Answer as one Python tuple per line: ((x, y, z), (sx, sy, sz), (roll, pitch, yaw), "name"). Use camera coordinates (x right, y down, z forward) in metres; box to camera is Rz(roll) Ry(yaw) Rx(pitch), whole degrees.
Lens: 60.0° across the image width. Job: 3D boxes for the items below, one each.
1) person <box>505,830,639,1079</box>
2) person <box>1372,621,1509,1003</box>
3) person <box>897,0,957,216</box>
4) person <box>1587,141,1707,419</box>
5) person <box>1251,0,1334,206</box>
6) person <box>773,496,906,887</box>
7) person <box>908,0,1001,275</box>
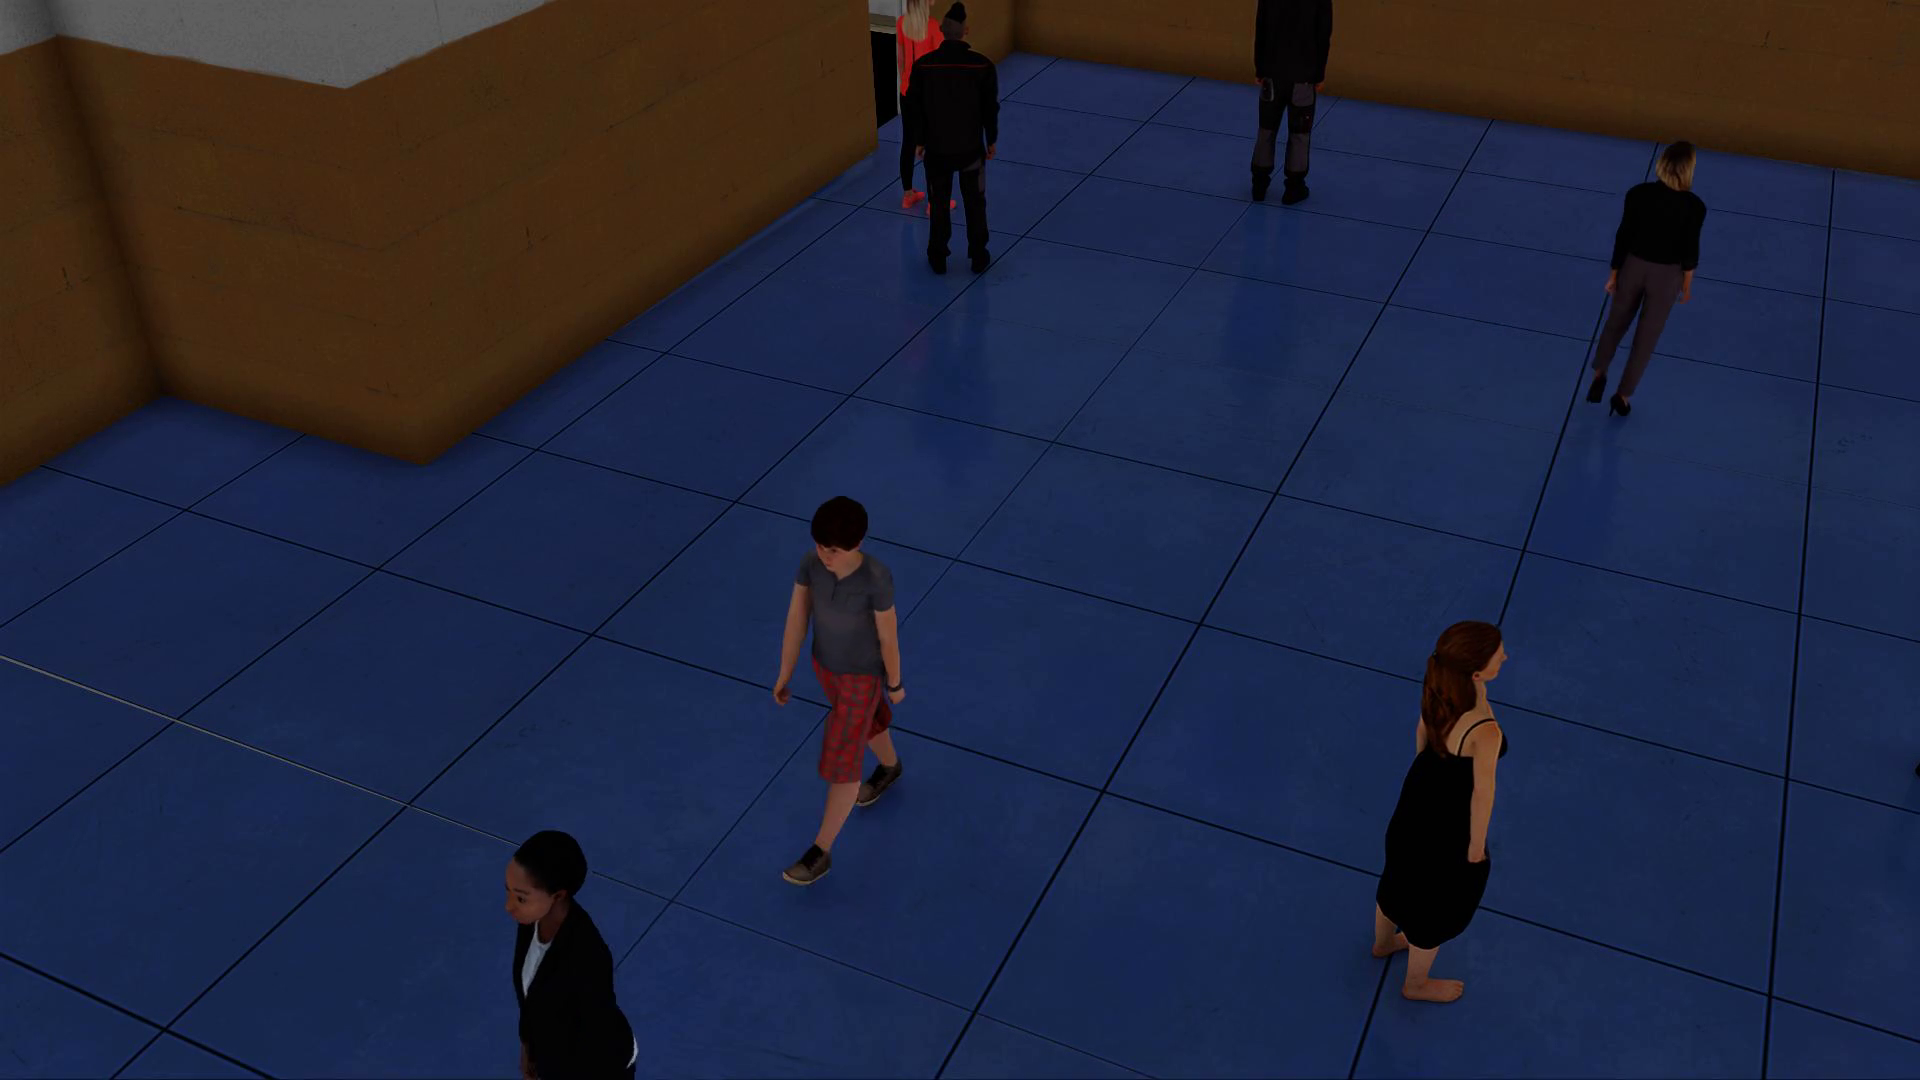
((-1.012, 1.525, 4.852), (0.788, 1.827, 0.689), (-24, 41, -32), "person")
((1.704, 0.953, 5.896), (0.725, 1.624, 0.673), (-9, 35, -13), "person")
((-0.274, -3.230, 12.120), (0.542, 1.693, 0.702), (24, 40, 31), "person")
((3.863, -1.416, 9.421), (0.662, 1.664, 0.747), (26, 41, 33), "person")
((2.416, -3.435, 12.200), (0.530, 1.946, 0.762), (13, 36, 18), "person")
((-0.381, 0.486, 6.601), (1.100, 1.606, 0.790), (23, 40, 30), "person")
((-0.027, -2.687, 11.133), (0.717, 1.860, 0.905), (2, 34, 2), "person")
